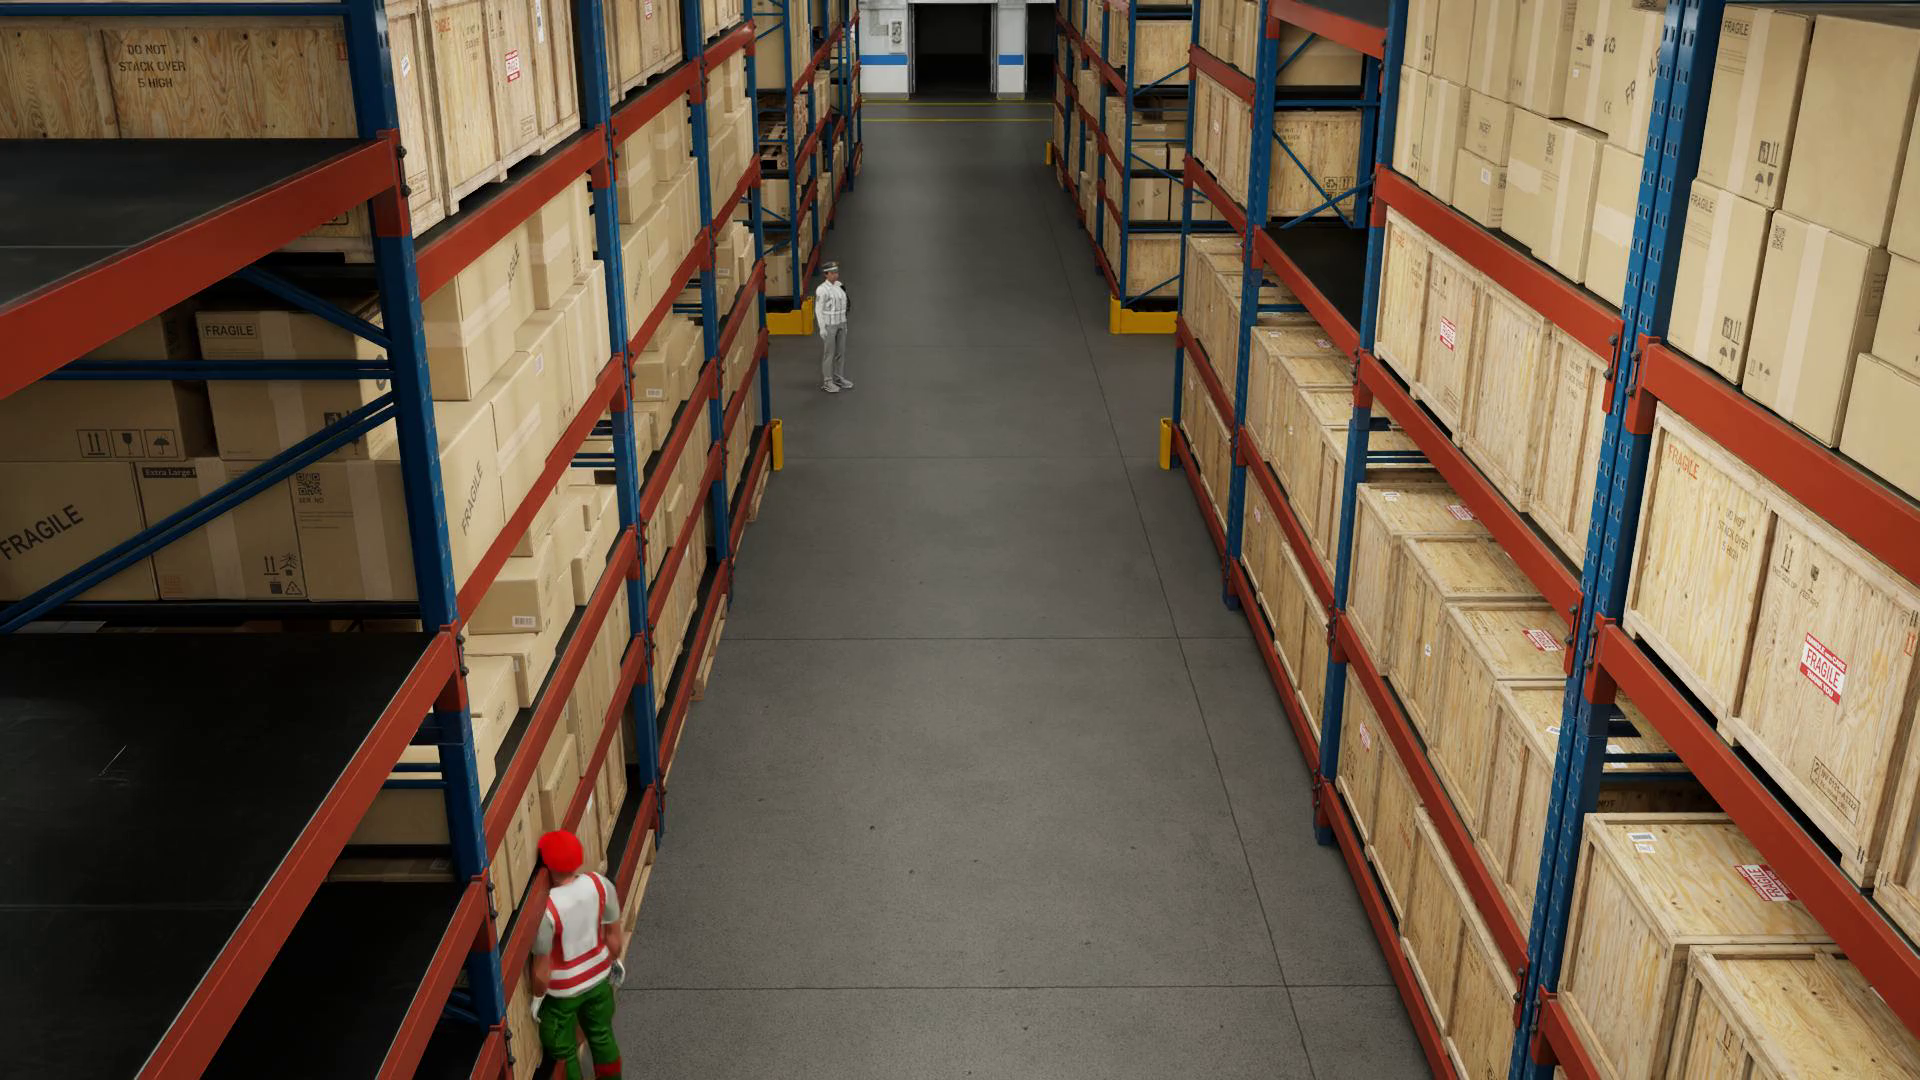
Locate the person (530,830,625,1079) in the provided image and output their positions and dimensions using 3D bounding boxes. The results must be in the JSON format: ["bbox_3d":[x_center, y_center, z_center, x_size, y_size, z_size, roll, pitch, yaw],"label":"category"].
[{"bbox_3d":[-2.030,2.284,8.686,0.379,1.794,0.548,20,29,41],"label":"person"}]

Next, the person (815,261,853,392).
[{"bbox_3d":[-1.650,-2.811,21.752,0.378,1.685,0.463,16,26,35],"label":"person"}]
